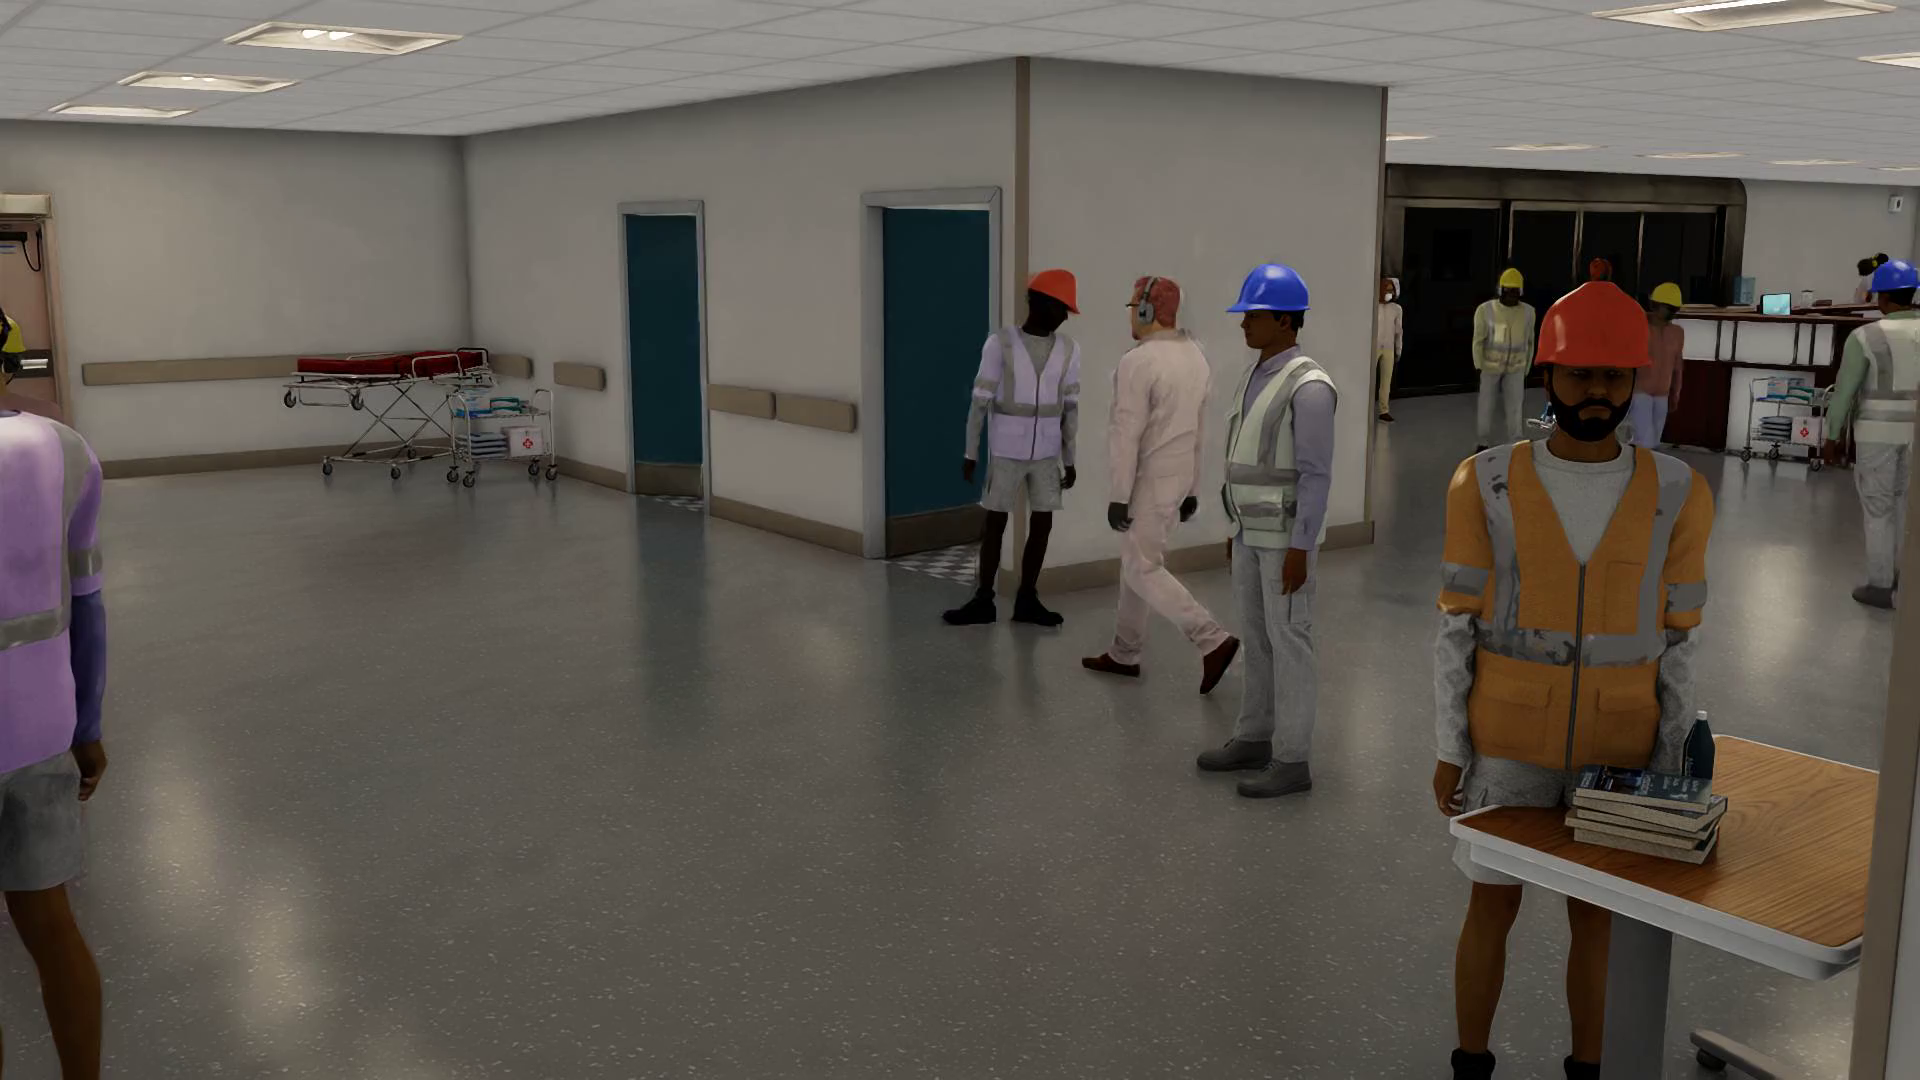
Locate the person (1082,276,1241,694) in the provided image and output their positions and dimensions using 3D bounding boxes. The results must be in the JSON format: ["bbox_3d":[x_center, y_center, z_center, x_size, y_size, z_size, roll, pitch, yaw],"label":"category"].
[{"bbox_3d":[0.920,-0.251,7.546,0.812,1.878,0.652,7,12,34],"label":"person"}]

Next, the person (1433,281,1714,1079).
[{"bbox_3d":[1.294,0.426,3.573,0.544,1.943,0.347,2,10,12],"label":"person"}]

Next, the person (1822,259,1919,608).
[{"bbox_3d":[5.162,-0.596,9.320,0.652,1.925,0.571,-1,10,-4],"label":"person"}]

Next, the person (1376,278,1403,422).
[{"bbox_3d":[4.779,-2.144,18.872,0.506,1.628,0.286,-2,10,-11],"label":"person"}]

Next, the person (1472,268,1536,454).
[{"bbox_3d":[5.044,-1.612,15.425,0.608,1.780,0.945,1,10,3],"label":"person"}]

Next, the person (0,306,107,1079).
[{"bbox_3d":[-2.044,0.411,3.436,0.407,2.029,0.612,3,11,18],"label":"person"}]

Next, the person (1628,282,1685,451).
[{"bbox_3d":[5.347,-1.154,13.033,0.559,1.732,0.748,-3,11,-18],"label":"person"}]

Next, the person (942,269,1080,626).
[{"bbox_3d":[0.274,-0.457,8.692,0.740,1.897,0.349,-3,10,-15],"label":"person"}]

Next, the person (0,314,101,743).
[{"bbox_3d":[-3.660,0.006,6.419,0.523,1.769,0.309,-2,10,-10],"label":"person"}]

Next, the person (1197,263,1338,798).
[{"bbox_3d":[1.148,-0.034,6.135,0.387,1.948,0.601,-3,11,-16],"label":"person"}]
